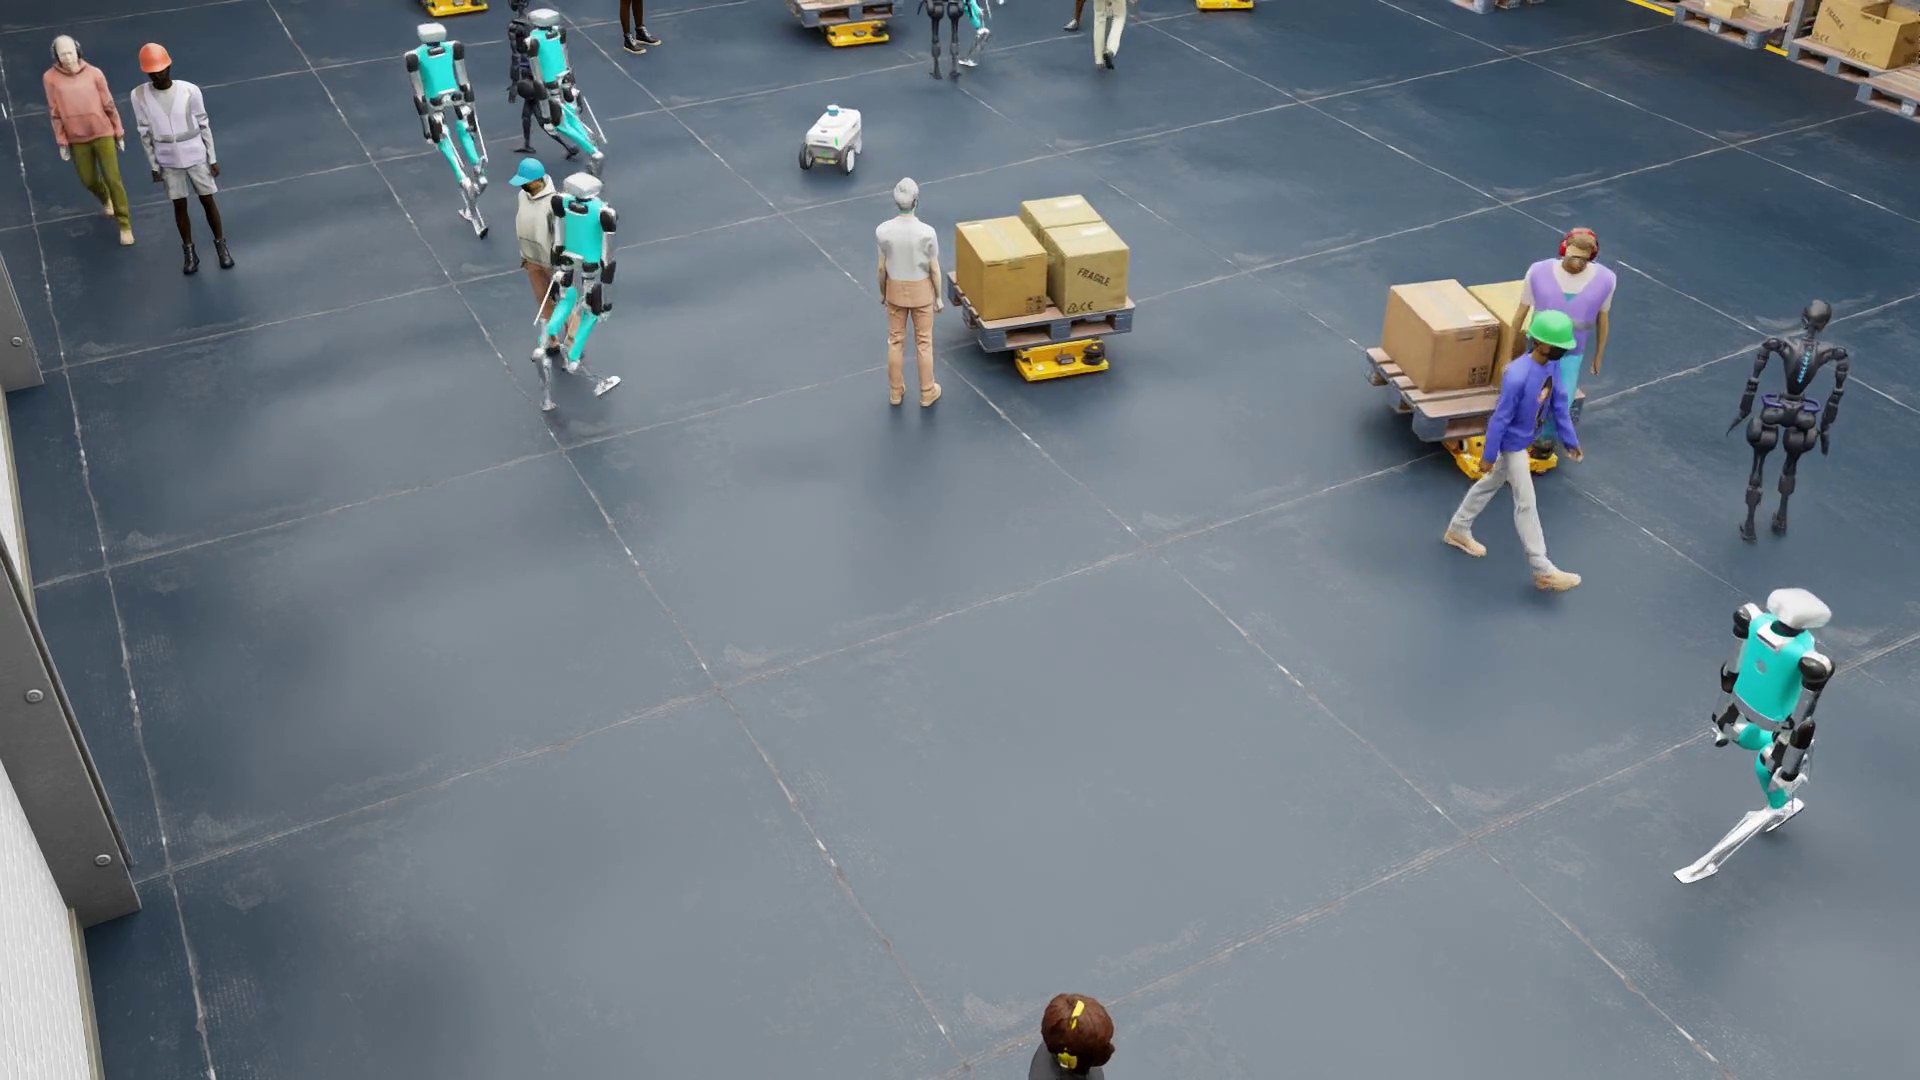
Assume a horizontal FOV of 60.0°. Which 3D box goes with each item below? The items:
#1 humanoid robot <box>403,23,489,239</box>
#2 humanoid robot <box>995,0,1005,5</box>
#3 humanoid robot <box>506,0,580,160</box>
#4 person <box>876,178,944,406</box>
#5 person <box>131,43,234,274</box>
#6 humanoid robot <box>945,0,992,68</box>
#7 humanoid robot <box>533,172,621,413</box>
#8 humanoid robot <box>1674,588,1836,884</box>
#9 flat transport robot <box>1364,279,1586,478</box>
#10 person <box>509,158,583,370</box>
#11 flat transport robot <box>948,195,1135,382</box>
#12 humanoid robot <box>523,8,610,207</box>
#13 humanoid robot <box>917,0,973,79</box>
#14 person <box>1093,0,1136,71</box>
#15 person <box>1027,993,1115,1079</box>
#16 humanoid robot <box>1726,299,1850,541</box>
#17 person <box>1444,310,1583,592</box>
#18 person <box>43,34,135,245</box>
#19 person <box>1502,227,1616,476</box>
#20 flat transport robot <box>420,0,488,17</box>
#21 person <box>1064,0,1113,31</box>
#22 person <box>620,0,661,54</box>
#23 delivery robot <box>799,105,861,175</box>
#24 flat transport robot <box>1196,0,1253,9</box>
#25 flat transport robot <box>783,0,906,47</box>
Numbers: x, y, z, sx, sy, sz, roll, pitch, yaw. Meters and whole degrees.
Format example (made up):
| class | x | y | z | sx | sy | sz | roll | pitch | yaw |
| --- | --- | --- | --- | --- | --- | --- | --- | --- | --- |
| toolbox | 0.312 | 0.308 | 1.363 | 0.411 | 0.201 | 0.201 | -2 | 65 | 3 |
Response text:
| class | x | y | z | sx | sy | sz | roll | pitch | yaw |
| --- | --- | --- | --- | --- | --- | --- | --- | --- | --- |
| humanoid robot | -4.328 | -3.503 | 14.497 | 0.530 | 1.833 | 0.881 | -24 | 42 | -30 |
| humanoid robot | 0.546 | -7.413 | 20.080 | 0.530 | 1.802 | 0.843 | -4 | 35 | -6 |
| humanoid robot | -4.061 | -4.424 | 15.864 | 0.772 | 1.647 | 0.589 | 7 | 36 | 10 |
| person | -0.355 | -1.770 | 11.953 | 0.474 | 1.750 | 0.320 | 6 | 36 | 9 |
| person | -6.437 | -3.155 | 13.766 | 0.542 | 1.939 | 0.363 | -12 | 37 | -16 |
| humanoid robot | 0.147 | -5.865 | 17.875 | 0.691 | 1.872 | 0.538 | 24 | 42 | 31 |
| humanoid robot | -2.857 | -1.645 | 11.812 | 0.560 | 1.753 | 0.987 | 23 | 41 | 29 |
| humanoid robot | 4.103 | 0.922 | 8.164 | 1.016 | 1.775 | 0.531 | -14 | 37 | -19 |
| flat transport robot | 3.667 | -0.925 | 12.037 | 0.659 | 0.231 | 1.431 | -8 | 36 | -11 |
| person | -3.100 | -2.070 | 12.449 | 0.463 | 1.670 | 0.386 | 19 | 39 | 25 |
| flat transport robot | 0.613 | -1.695 | 13.135 | 0.659 | 0.231 | 1.431 | -10 | 36 | -14 |
| humanoid robot | -3.371 | -3.812 | 14.901 | 0.869 | 1.783 | 0.563 | 14 | 37 | 19 |
| humanoid robot | -0.163 | -5.754 | 17.706 | 0.602 | 1.649 | 0.340 | 0 | 35 | -1 |
| person | 1.593 | -5.924 | 17.822 | 0.599 | 1.818 | 0.478 | 7 | 36 | 10 |
| person | 0.372 | 2.302 | 6.031 | 0.361 | 1.875 | 0.492 | 9 | 36 | 13 |
| humanoid robot | 5.235 | -0.758 | 10.575 | 0.601 | 1.653 | 0.313 | 11 | 37 | 15 |
| person | 3.523 | -0.566 | 10.175 | 0.972 | 1.816 | 0.473 | 26 | 43 | 32 |
| person | -7.508 | -3.502 | 14.368 | 0.536 | 1.814 | 0.693 | -11 | 37 | -16 |
| person | 3.980 | -1.256 | 11.152 | 0.623 | 1.819 | 0.524 | 10 | 36 | 14 |
| flat transport robot | -6.279 | -6.694 | 20.273 | 0.659 | 0.231 | 1.431 | -17 | 39 | -23 |
| person | 1.571 | -6.860 | 19.100 | 0.567 | 1.887 | 1.018 | 20 | 40 | 26 |
| person | -3.641 | -6.412 | 18.394 | 0.368 | 1.965 | 0.606 | 14 | 37 | 19 |
| delivery robot | -1.215 | -3.860 | 15.991 | 0.499 | 0.610 | 0.814 | 9 | 36 | 13 |
| flat transport robot | 3.161 | -6.856 | 20.505 | 0.659 | 0.231 | 1.431 | -1 | 35 | -2 |
| flat transport robot | -1.354 | -6.080 | 19.396 | 0.659 | 0.231 | 1.431 | -11 | 37 | -16 |
